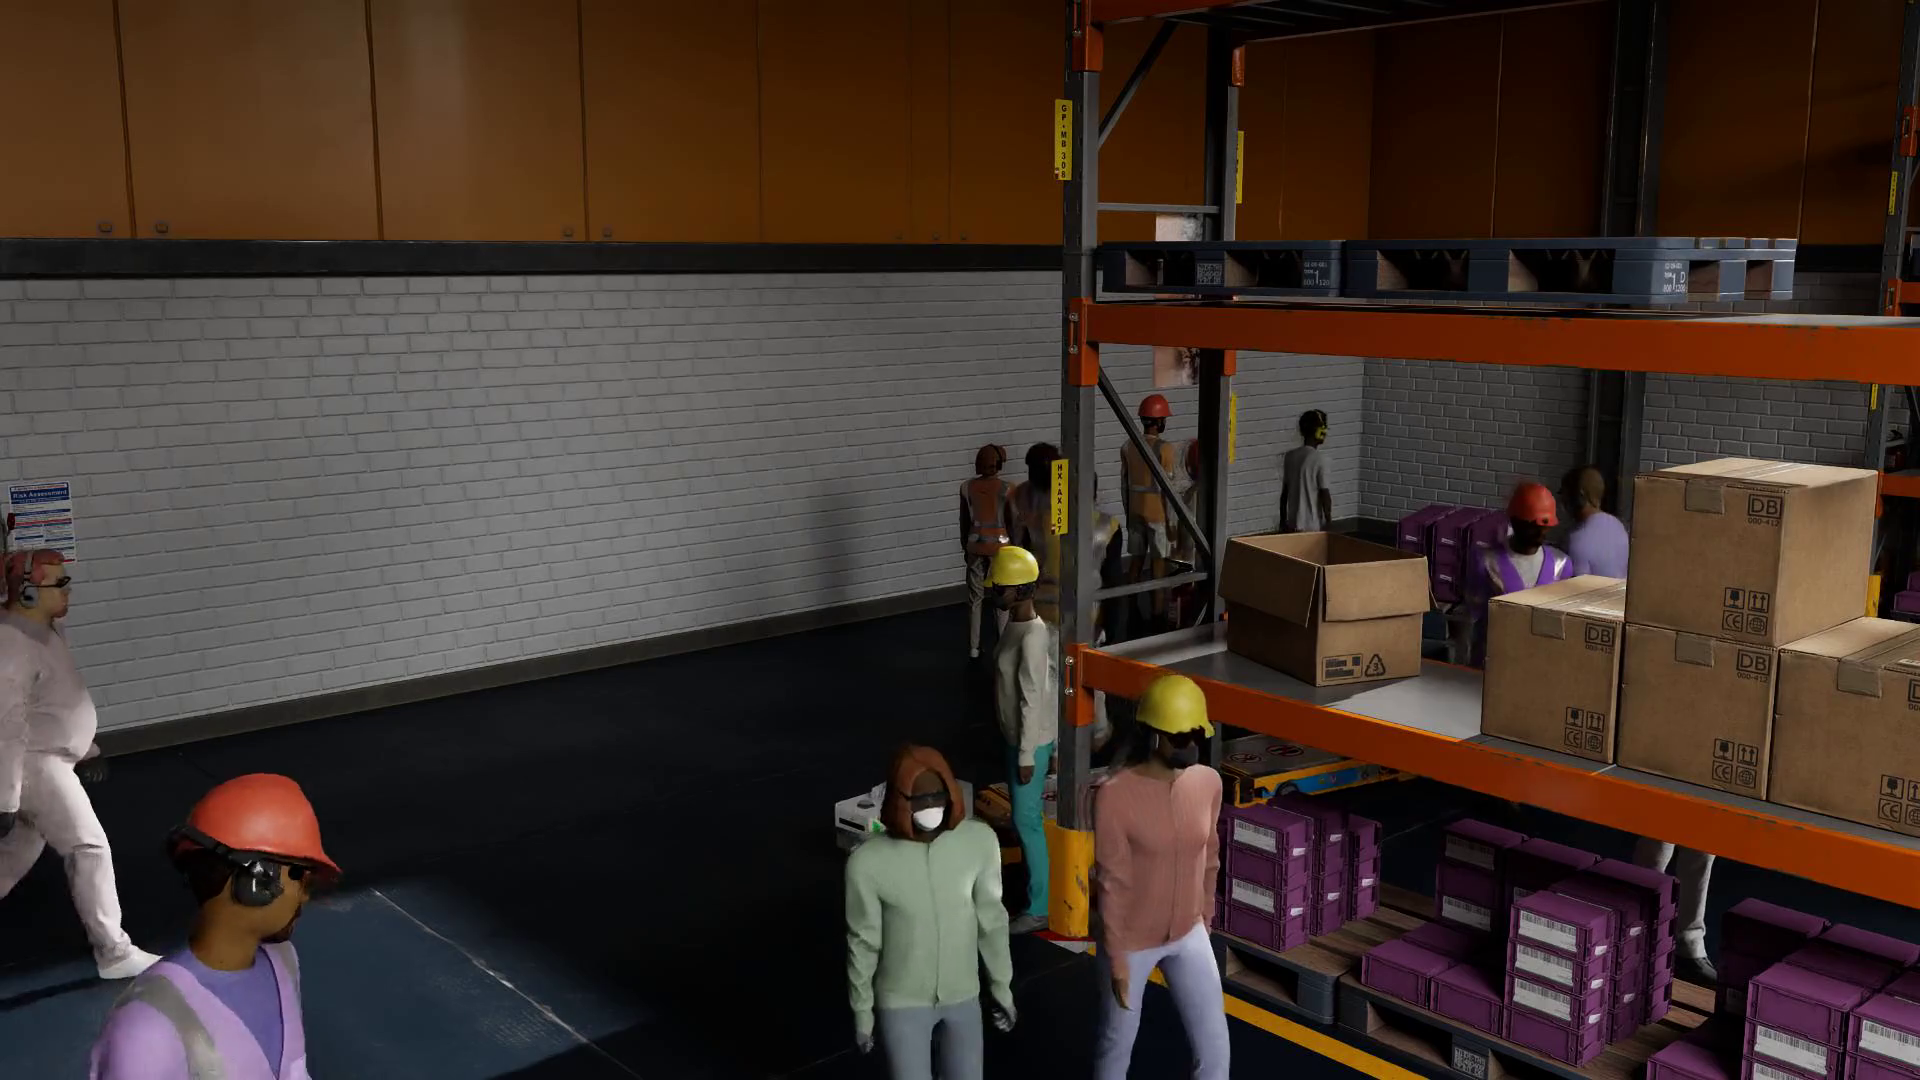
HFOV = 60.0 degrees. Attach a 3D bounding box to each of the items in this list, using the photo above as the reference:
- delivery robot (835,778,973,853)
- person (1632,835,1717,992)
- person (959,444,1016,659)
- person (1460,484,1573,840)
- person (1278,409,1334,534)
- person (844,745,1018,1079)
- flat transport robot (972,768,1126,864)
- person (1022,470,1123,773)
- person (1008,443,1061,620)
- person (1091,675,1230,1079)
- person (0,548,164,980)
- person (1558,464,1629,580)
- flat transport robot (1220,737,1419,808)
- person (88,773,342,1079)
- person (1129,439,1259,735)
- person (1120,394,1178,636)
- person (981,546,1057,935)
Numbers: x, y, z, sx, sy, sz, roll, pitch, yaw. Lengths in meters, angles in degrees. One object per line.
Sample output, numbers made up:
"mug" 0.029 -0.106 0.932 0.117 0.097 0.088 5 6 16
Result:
"delivery robot" -0.270 1.336 8.128 0.477 0.478 0.707 9 13 44
"person" 3.000 0.945 6.811 0.574 1.882 0.358 -3 10 -16
"person" 0.231 0.101 12.460 0.514 1.641 0.307 5 11 27
"person" 2.912 0.641 8.604 0.563 1.876 1.018 -1 10 -6
"person" 2.652 -0.093 12.997 0.646 1.849 0.556 -5 11 -26
"person" -0.112 1.378 5.061 0.515 1.610 0.664 -4 11 -23
"flat transport robot" 0.688 1.412 8.783 1.431 0.197 0.652 -5 11 -25
"person" 0.698 0.437 9.987 0.628 1.808 0.815 3 10 15
"person" 0.568 0.266 10.976 0.630 1.830 0.443 7 12 34
"person" 0.675 1.291 5.218 0.530 1.741 0.768 -5 11 -27
"person" -3.865 0.949 6.860 0.947 1.866 0.641 -4 11 -25
"person" 3.435 0.551 9.012 0.492 1.918 0.664 8 12 38
"flat transport robot" 1.914 1.285 9.530 1.431 0.197 0.652 -6 11 -30
"person" -1.487 1.496 3.297 0.367 2.000 0.772 1 10 7
"person" 1.538 0.296 10.475 0.886 1.932 0.616 0 10 1
"person" 1.538 -0.201 13.354 0.360 1.939 0.543 -9 13 -42
"person" 0.261 0.894 7.486 0.339 1.761 0.529 -1 10 -5
